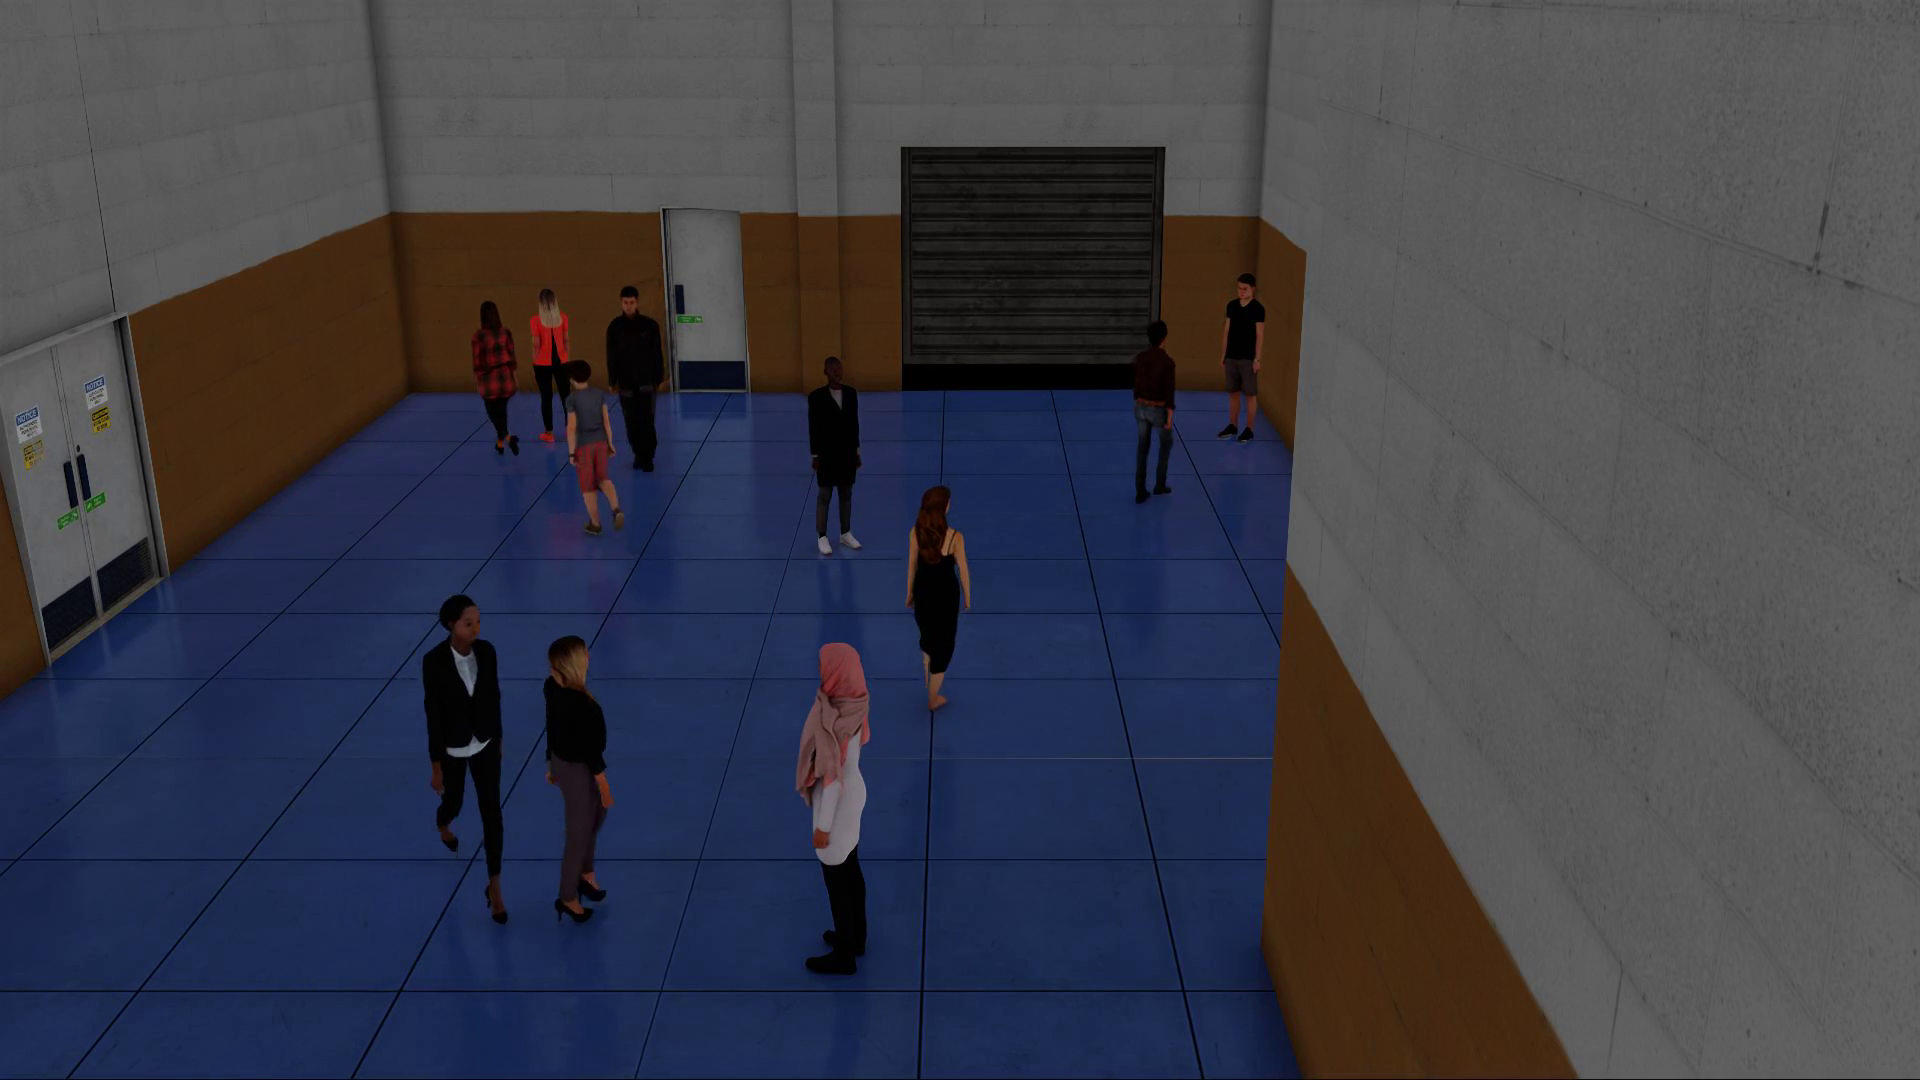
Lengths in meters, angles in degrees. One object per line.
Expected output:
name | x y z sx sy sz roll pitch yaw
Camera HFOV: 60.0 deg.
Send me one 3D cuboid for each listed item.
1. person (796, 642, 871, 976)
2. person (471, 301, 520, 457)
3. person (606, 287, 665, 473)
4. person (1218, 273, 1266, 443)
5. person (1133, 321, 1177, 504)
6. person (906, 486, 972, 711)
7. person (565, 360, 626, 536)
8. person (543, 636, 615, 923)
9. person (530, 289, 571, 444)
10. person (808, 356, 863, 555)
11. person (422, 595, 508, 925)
person | -0.612 1.365 8.450 0.696 1.782 0.701 6 19 16
person | -4.869 -1.647 17.547 1.061 1.676 1.041 -13 22 -33
person | -3.360 -1.702 17.321 0.751 1.925 0.802 -1 19 -3
person | 3.146 -2.040 18.423 0.748 1.862 0.810 17 25 41
person | 1.827 -1.215 16.129 0.792 1.765 0.871 11 22 30
person | -0.199 0.434 11.487 0.676 1.604 0.757 7 20 21
person | -3.313 -0.799 15.077 0.892 1.635 0.929 -13 23 -34
person | -2.117 1.304 8.819 0.777 1.661 0.739 -13 22 -33
person | -4.505 -1.936 18.377 0.645 1.694 0.738 -13 22 -33
person | -1.114 -0.772 14.818 0.675 1.762 0.789 -11 22 -30
person | -2.722 1.157 9.039 1.132 1.800 1.083 -12 22 -31
